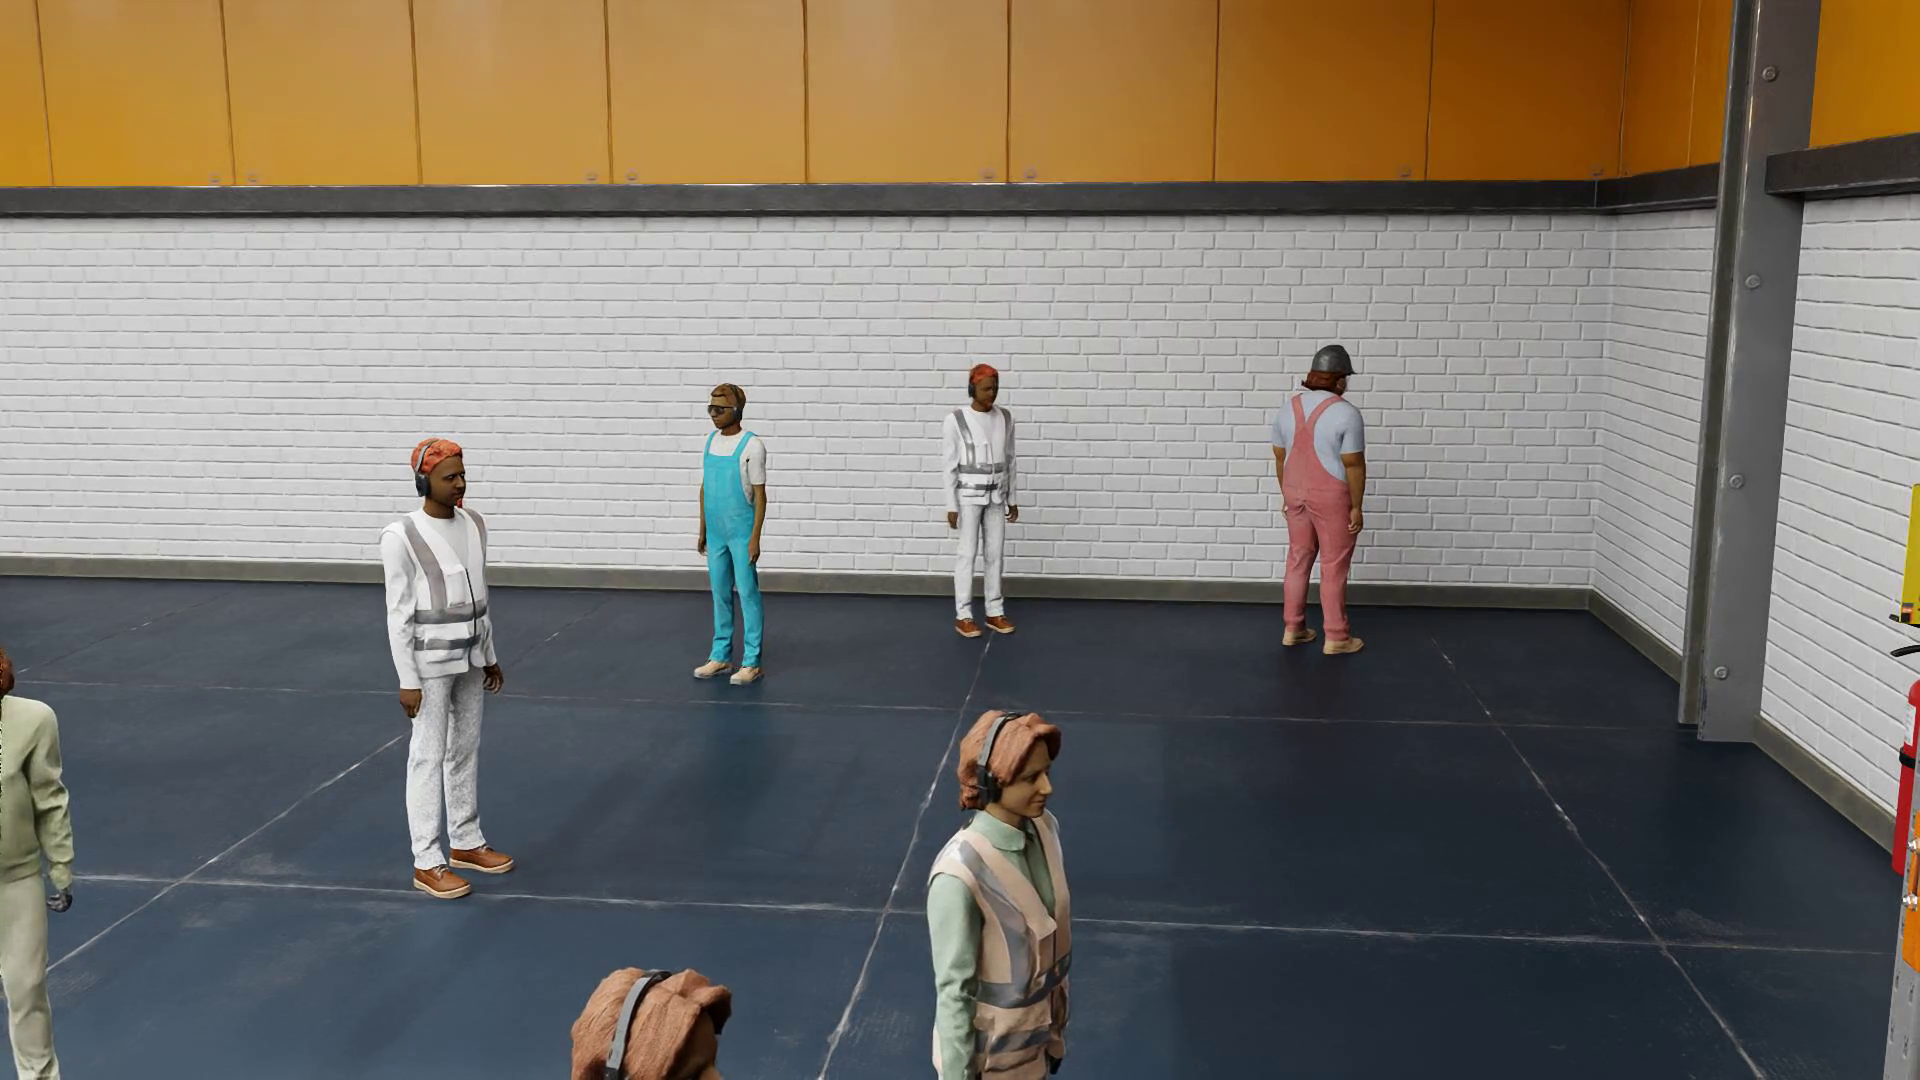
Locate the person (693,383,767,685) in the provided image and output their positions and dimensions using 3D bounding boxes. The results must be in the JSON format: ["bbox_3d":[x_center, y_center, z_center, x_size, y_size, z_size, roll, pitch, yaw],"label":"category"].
[{"bbox_3d":[-1.406,-0.039,10.193,0.508,1.846,0.345,7,12,33],"label":"person"}]

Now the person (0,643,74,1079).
[{"bbox_3d":[-2.843,1.010,4.828,0.504,1.628,0.278,-9,13,-41],"label":"person"}]

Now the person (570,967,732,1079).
[{"bbox_3d":[-0.457,1.412,2.473,0.313,1.639,0.517,2,10,10],"label":"person"}]

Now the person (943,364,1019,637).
[{"bbox_3d":[0.146,-0.270,11.440,0.583,1.877,0.367,-6,12,-32],"label":"person"}]

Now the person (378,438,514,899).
[{"bbox_3d":[-2.122,0.518,6.897,0.353,1.883,0.577,4,11,22],"label":"person"}]

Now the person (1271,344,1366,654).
[{"bbox_3d":[2.434,-0.282,11.025,0.536,2.000,0.688,-8,13,-39],"label":"person"}]

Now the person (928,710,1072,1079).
[{"bbox_3d":[0.092,1.183,3.789,0.309,1.639,0.523,5,11,26],"label":"person"}]
